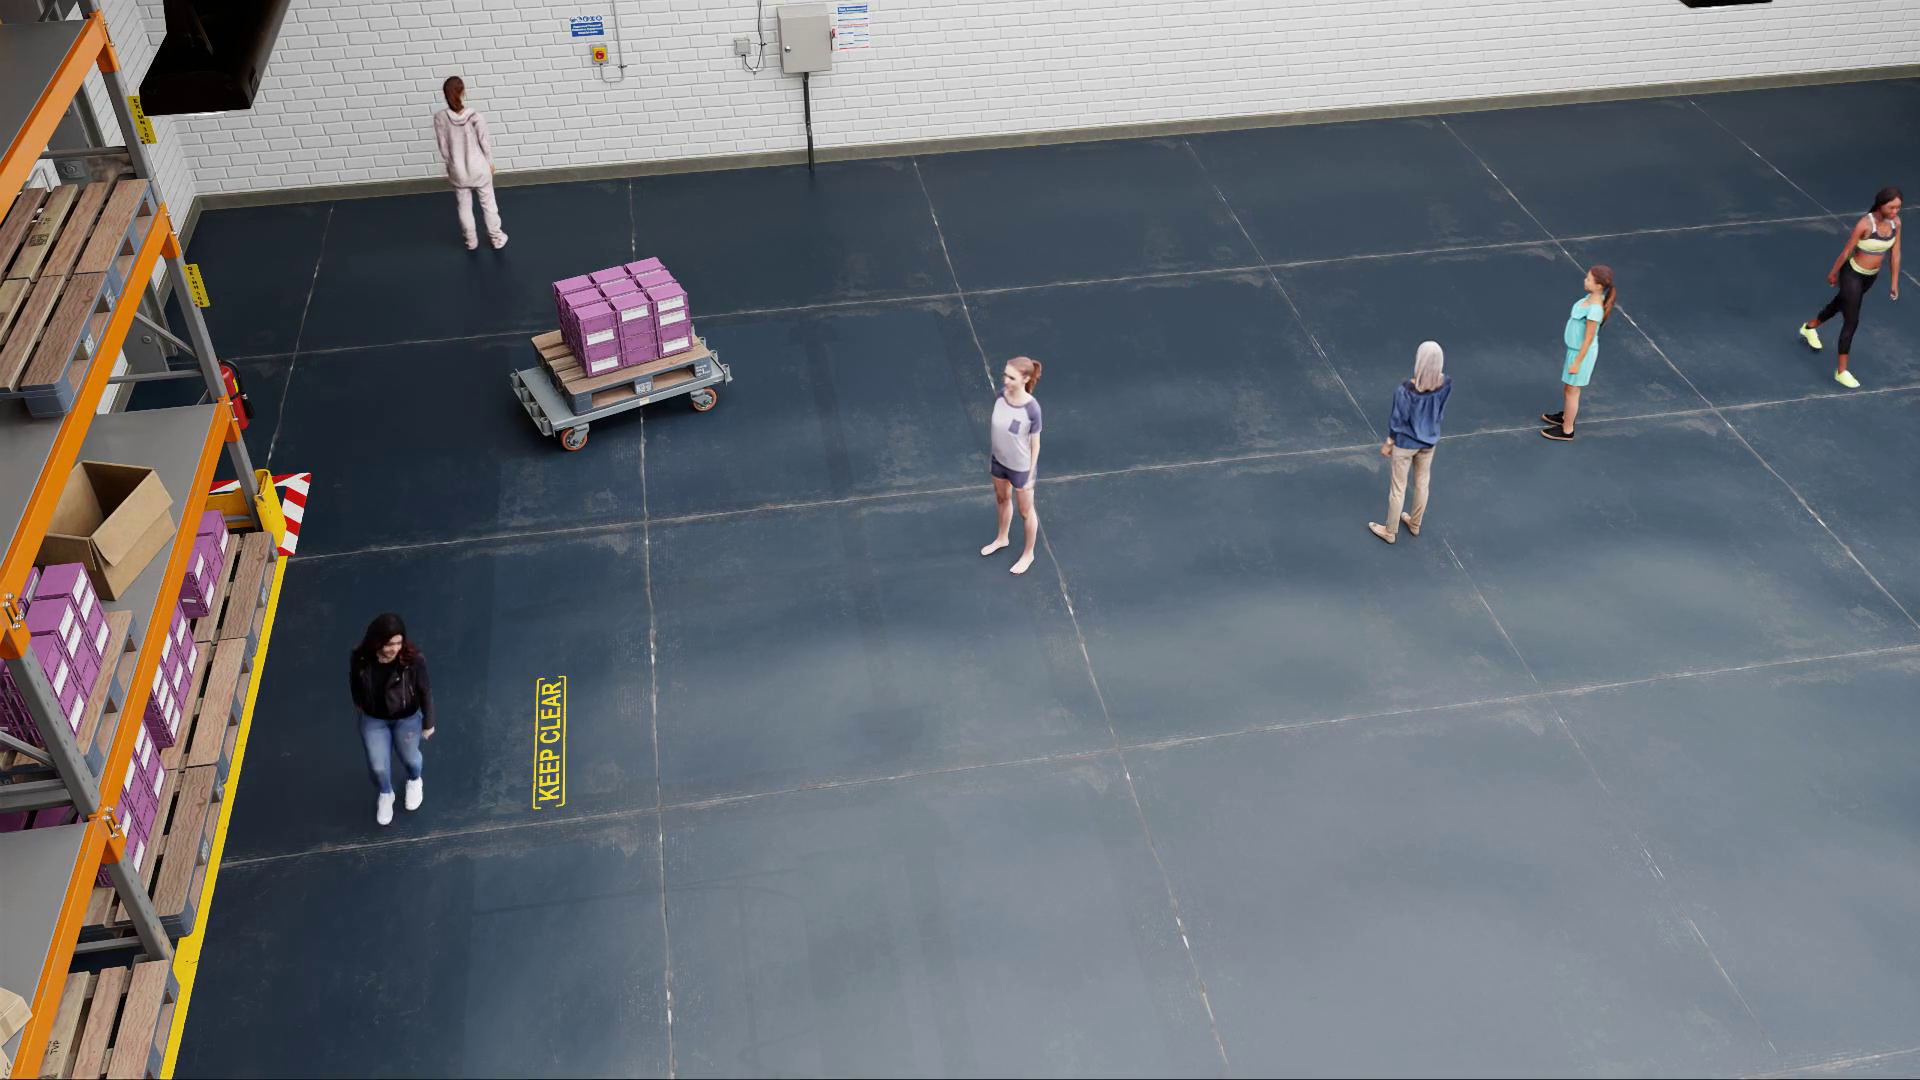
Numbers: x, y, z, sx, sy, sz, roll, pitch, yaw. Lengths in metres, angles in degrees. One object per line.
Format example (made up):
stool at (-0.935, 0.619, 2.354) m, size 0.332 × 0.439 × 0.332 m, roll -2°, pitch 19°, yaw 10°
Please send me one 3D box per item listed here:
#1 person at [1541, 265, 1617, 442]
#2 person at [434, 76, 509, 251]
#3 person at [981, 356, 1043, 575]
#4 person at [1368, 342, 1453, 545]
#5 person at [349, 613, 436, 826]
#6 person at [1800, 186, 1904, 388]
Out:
person at (4.975, -1.508, 13.330) m, size 0.696 × 1.558 × 0.609 m, roll 14°, pitch 41°, yaw 17°
person at (-4.670, -3.557, 15.791) m, size 0.659 × 1.688 × 0.594 m, roll -2°, pitch 39°, yaw -3°
person at (0.400, -0.564, 11.979) m, size 0.743 × 1.768 × 0.665 m, roll -31°, pitch 48°, yaw -33°
person at (3.338, -0.716, 12.226) m, size 0.658 × 1.696 × 0.630 m, roll -14°, pitch 41°, yaw -17°
person at (-3.450, 1.048, 10.099) m, size 0.708 × 1.595 × 0.654 m, roll 6°, pitch 39°, yaw 7°
person at (7.579, -2.252, 14.144) m, size 0.600 × 1.703 × 1.170 m, roll -8°, pitch 39°, yaw -10°
